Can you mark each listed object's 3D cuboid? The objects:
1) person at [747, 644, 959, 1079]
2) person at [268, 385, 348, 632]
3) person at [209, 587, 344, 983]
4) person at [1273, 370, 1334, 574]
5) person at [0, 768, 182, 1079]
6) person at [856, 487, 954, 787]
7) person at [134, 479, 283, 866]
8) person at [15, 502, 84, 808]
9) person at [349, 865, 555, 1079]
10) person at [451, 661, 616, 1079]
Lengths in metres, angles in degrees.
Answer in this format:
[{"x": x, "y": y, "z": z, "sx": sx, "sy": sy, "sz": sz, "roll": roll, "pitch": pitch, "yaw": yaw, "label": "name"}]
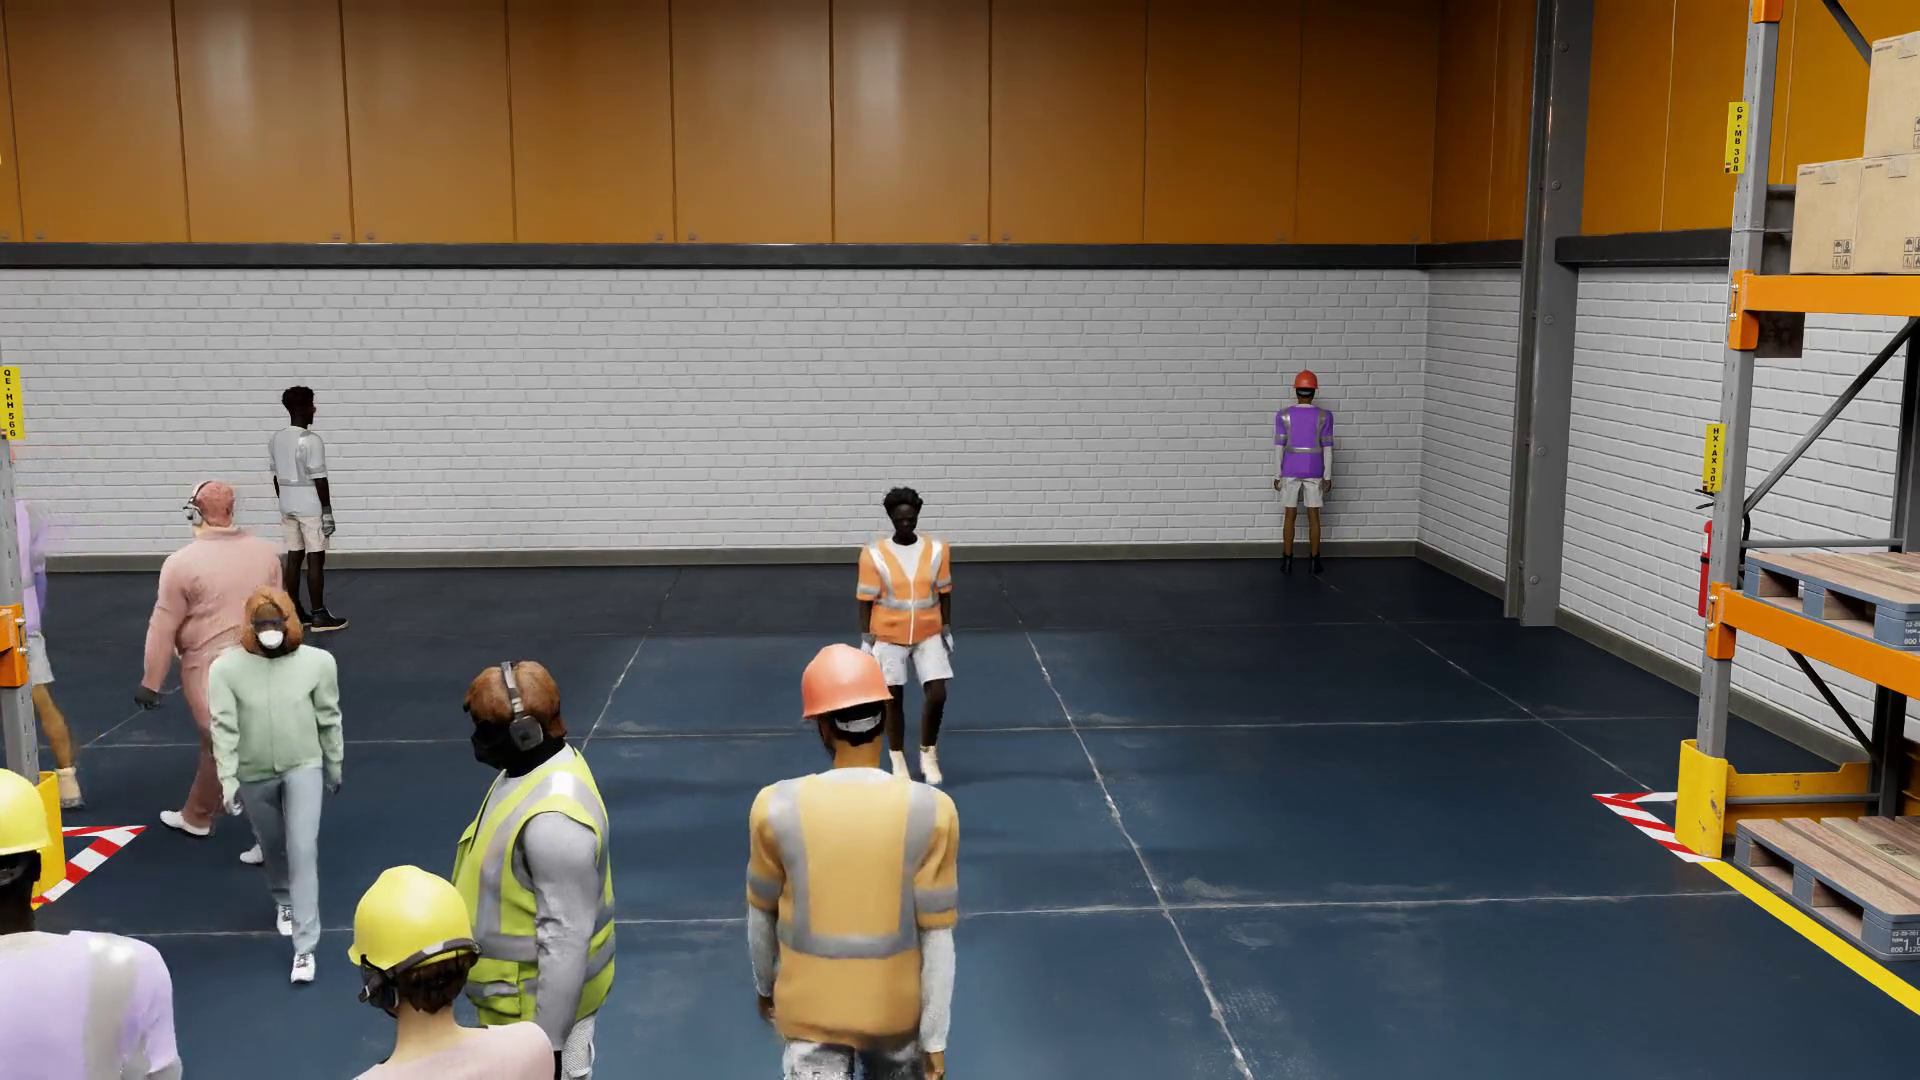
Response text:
[{"x": -0.285, "y": 1.204, "z": 4.412, "sx": 0.546, "sy": 1.872, "sz": 0.946, "roll": -1, "pitch": 9, "yaw": -6, "label": "person"}, {"x": -5.215, "y": -0.250, "z": 13.259, "sx": 0.607, "sy": 1.967, "sz": 0.367, "roll": 5, "pitch": 10, "yaw": 30, "label": "person"}, {"x": -2.806, "y": 0.959, "z": 6.878, "sx": 0.486, "sy": 1.583, "sz": 0.881, "roll": -3, "pitch": 9, "yaw": -18, "label": "person"}, {"x": 3.265, "y": -0.645, "z": 15.835, "sx": 0.553, "sy": 1.934, "sz": 0.365, "roll": 2, "pitch": 9, "yaw": 12, "label": "person"}, {"x": -1.882, "y": 1.372, "z": 3.348, "sx": 0.586, "sy": 1.872, "sz": 0.974, "roll": -6, "pitch": 11, "yaw": -32, "label": "person"}, {"x": -0.288, "y": 0.548, "z": 9.119, "sx": 0.561, "sy": 1.679, "sz": 0.467, "roll": -2, "pitch": 9, "yaw": -13, "label": "person"}, {"x": -3.618, "y": 0.632, "z": 8.077, "sx": 1.000, "sy": 1.857, "sz": 0.639, "roll": 3, "pitch": 10, "yaw": 20, "label": "person"}, {"x": -5.108, "y": 0.447, "z": 8.812, "sx": 1.073, "sy": 1.989, "sz": 0.633, "roll": 4, "pitch": 10, "yaw": 22, "label": "person"}, {"x": -0.981, "y": 1.471, "z": 3.117, "sx": 0.336, "sy": 1.762, "sz": 0.525, "roll": 7, "pitch": 12, "yaw": 39, "label": "person"}, {"x": -1.138, "y": 1.220, "z": 4.446, "sx": 0.429, "sy": 1.838, "sz": 0.621, "roll": -3, "pitch": 10, "yaw": -20, "label": "person"}]
